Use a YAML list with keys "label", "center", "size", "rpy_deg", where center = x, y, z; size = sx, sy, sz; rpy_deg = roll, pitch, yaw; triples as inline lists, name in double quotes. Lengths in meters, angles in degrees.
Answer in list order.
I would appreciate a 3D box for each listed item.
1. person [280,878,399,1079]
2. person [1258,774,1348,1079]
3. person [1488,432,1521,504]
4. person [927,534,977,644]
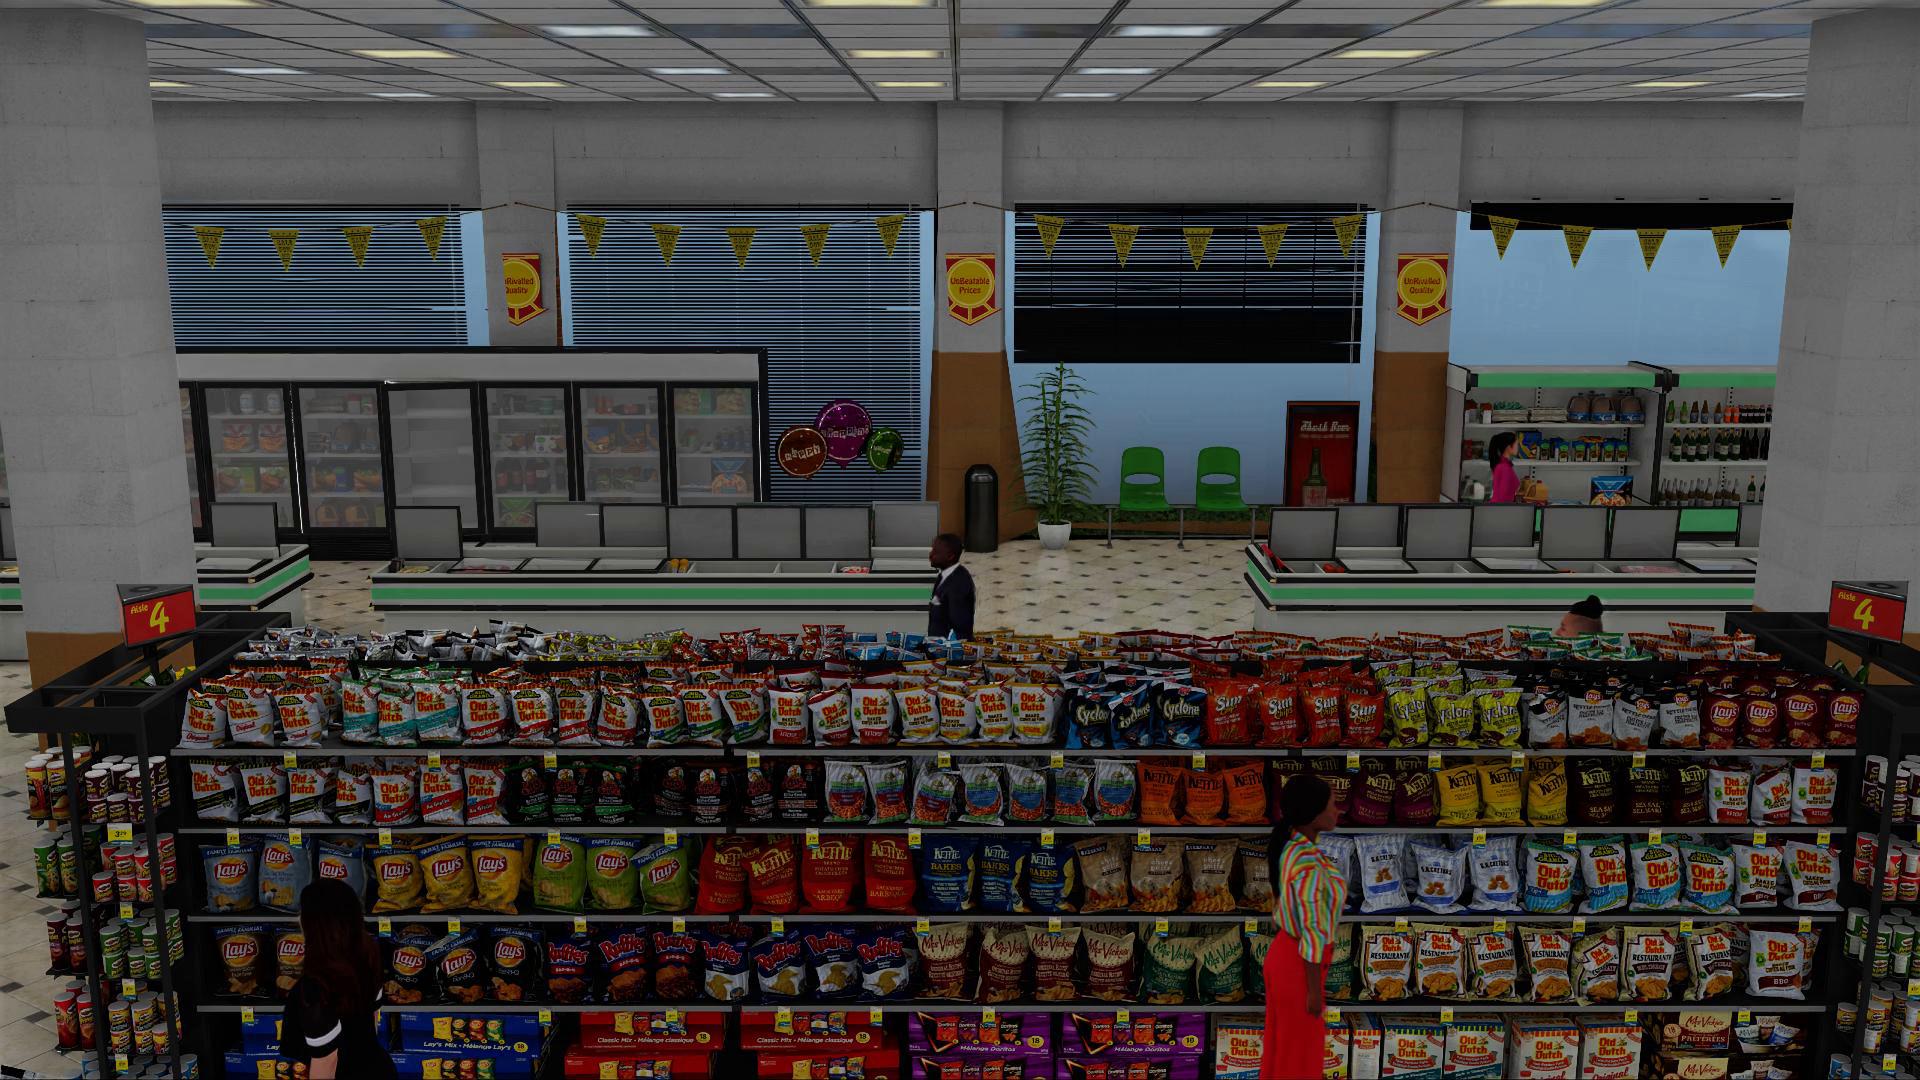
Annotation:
- label: "person"
  center: [-2.238, 2.005, 6.085]
  size: [0.623, 1.639, 0.639]
  rpy_deg: [2, 12, 9]
- label: "person"
  center: [1.356, 1.797, 6.698]
  size: [0.553, 1.793, 0.624]
  rpy_deg: [-1, 12, -6]
- label: "person"
  center: [5.293, -0.222, 16.646]
  size: [1.153, 1.644, 0.615]
  rpy_deg: [1, 12, 3]
- label: "person"
  center: [0.009, 0.846, 11.201]
  size: [1.014, 1.798, 0.689]
  rpy_deg: [0, 12, 0]
